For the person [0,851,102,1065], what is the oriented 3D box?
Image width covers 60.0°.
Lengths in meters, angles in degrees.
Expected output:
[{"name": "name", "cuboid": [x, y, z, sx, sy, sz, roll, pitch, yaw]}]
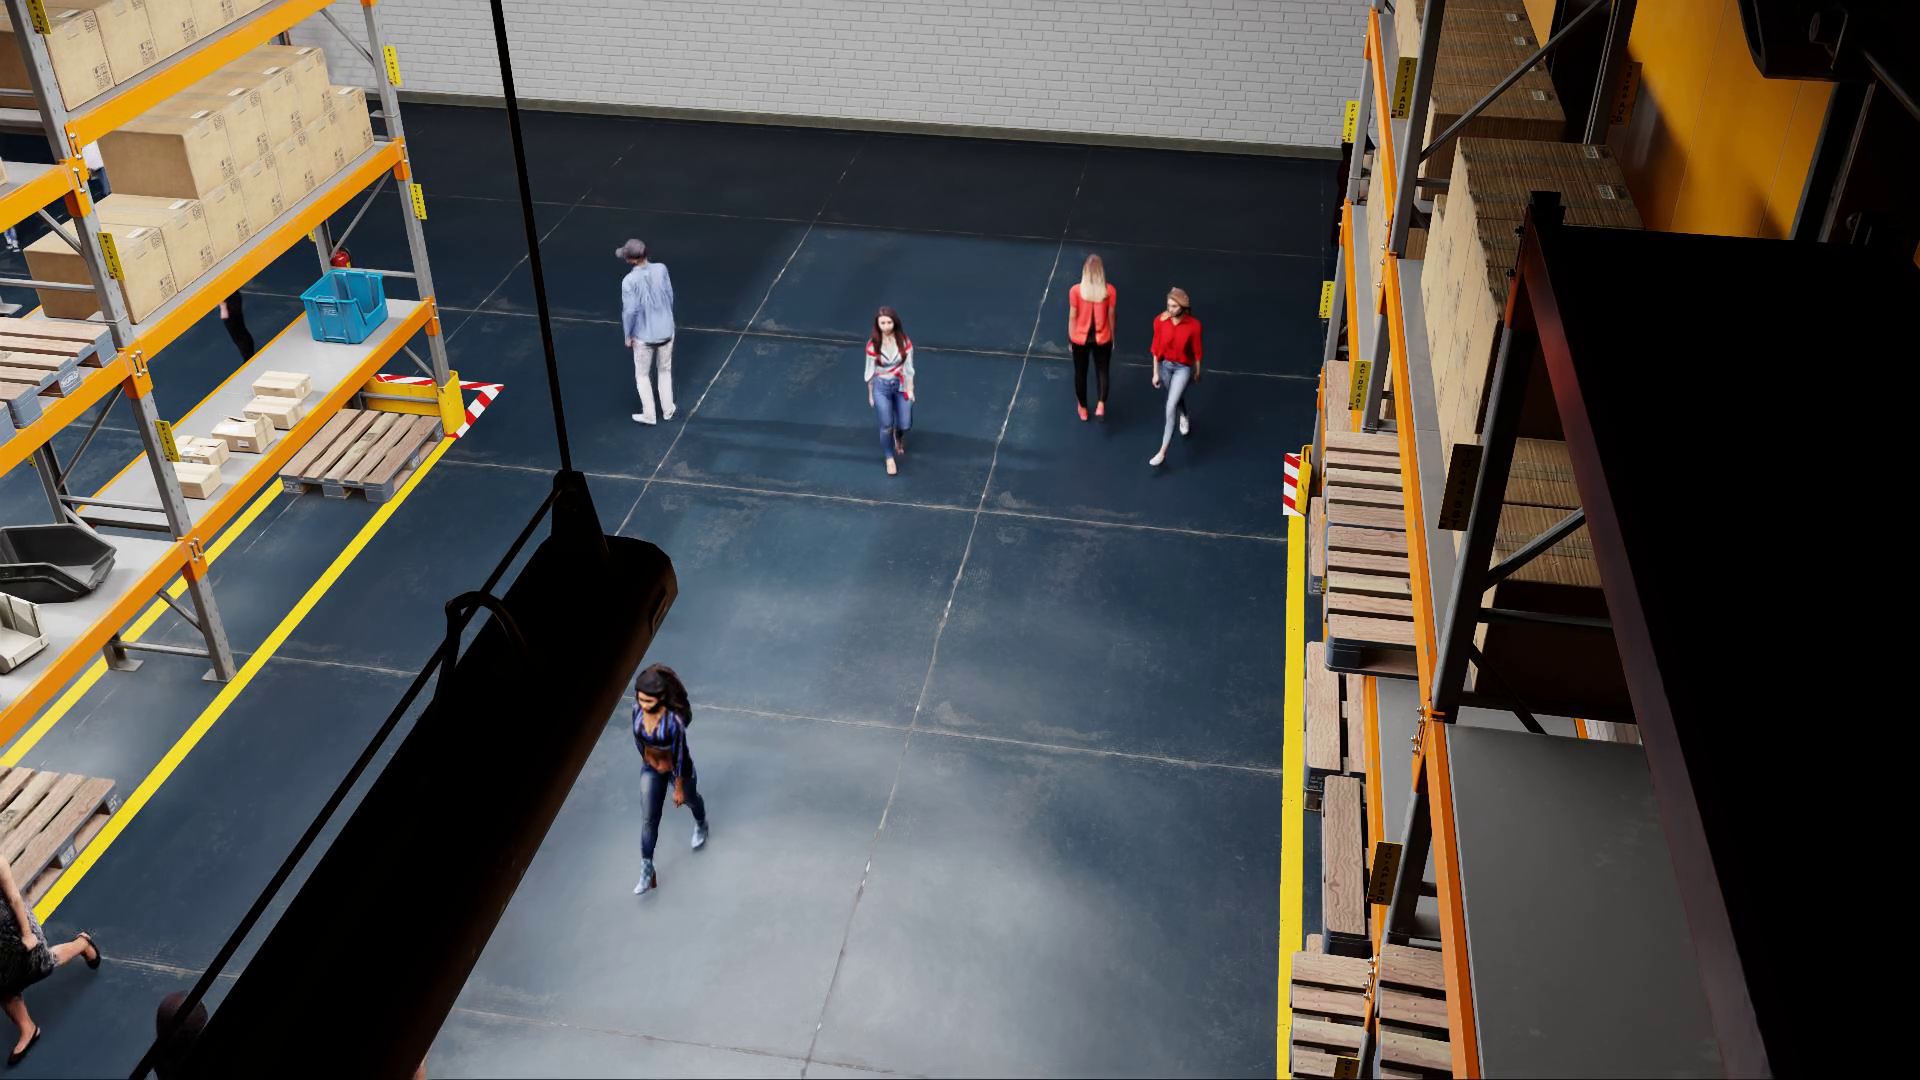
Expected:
[{"name": "person", "cuboid": [-5.352, 2.141, 9.439, 0.594, 1.682, 1.001, 5, 34, 7]}]

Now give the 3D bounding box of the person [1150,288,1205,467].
[{"name": "person", "cuboid": [1.974, -1.545, 15.018, 0.864, 1.644, 1.261, 13, 36, 19]}]

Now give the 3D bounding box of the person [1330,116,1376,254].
[{"name": "person", "cuboid": [4.390, -4.028, 18.650, 0.782, 1.758, 0.629, -3, 34, -5]}]

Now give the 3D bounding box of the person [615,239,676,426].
[{"name": "person", "cuboid": [-2.849, -1.948, 15.423, 0.771, 1.868, 0.821, -10, 35, -15]}]

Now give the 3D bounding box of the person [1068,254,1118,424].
[{"name": "person", "cuboid": [1.218, -1.800, 15.367, 0.683, 1.683, 0.905, 0, 34, 0]}]

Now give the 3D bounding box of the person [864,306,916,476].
[{"name": "person", "cuboid": [-0.618, -1.368, 14.790, 0.704, 1.602, 0.763, -5, 34, -7]}]

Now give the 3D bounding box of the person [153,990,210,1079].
[{"name": "person", "cuboid": [-3.707, 2.975, 8.165, 0.718, 1.703, 1.211, 12, 35, 17]}]

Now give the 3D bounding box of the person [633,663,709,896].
[{"name": "person", "cuboid": [-1.812, 1.435, 10.597, 0.756, 1.574, 1.077, 11, 35, 16]}]
